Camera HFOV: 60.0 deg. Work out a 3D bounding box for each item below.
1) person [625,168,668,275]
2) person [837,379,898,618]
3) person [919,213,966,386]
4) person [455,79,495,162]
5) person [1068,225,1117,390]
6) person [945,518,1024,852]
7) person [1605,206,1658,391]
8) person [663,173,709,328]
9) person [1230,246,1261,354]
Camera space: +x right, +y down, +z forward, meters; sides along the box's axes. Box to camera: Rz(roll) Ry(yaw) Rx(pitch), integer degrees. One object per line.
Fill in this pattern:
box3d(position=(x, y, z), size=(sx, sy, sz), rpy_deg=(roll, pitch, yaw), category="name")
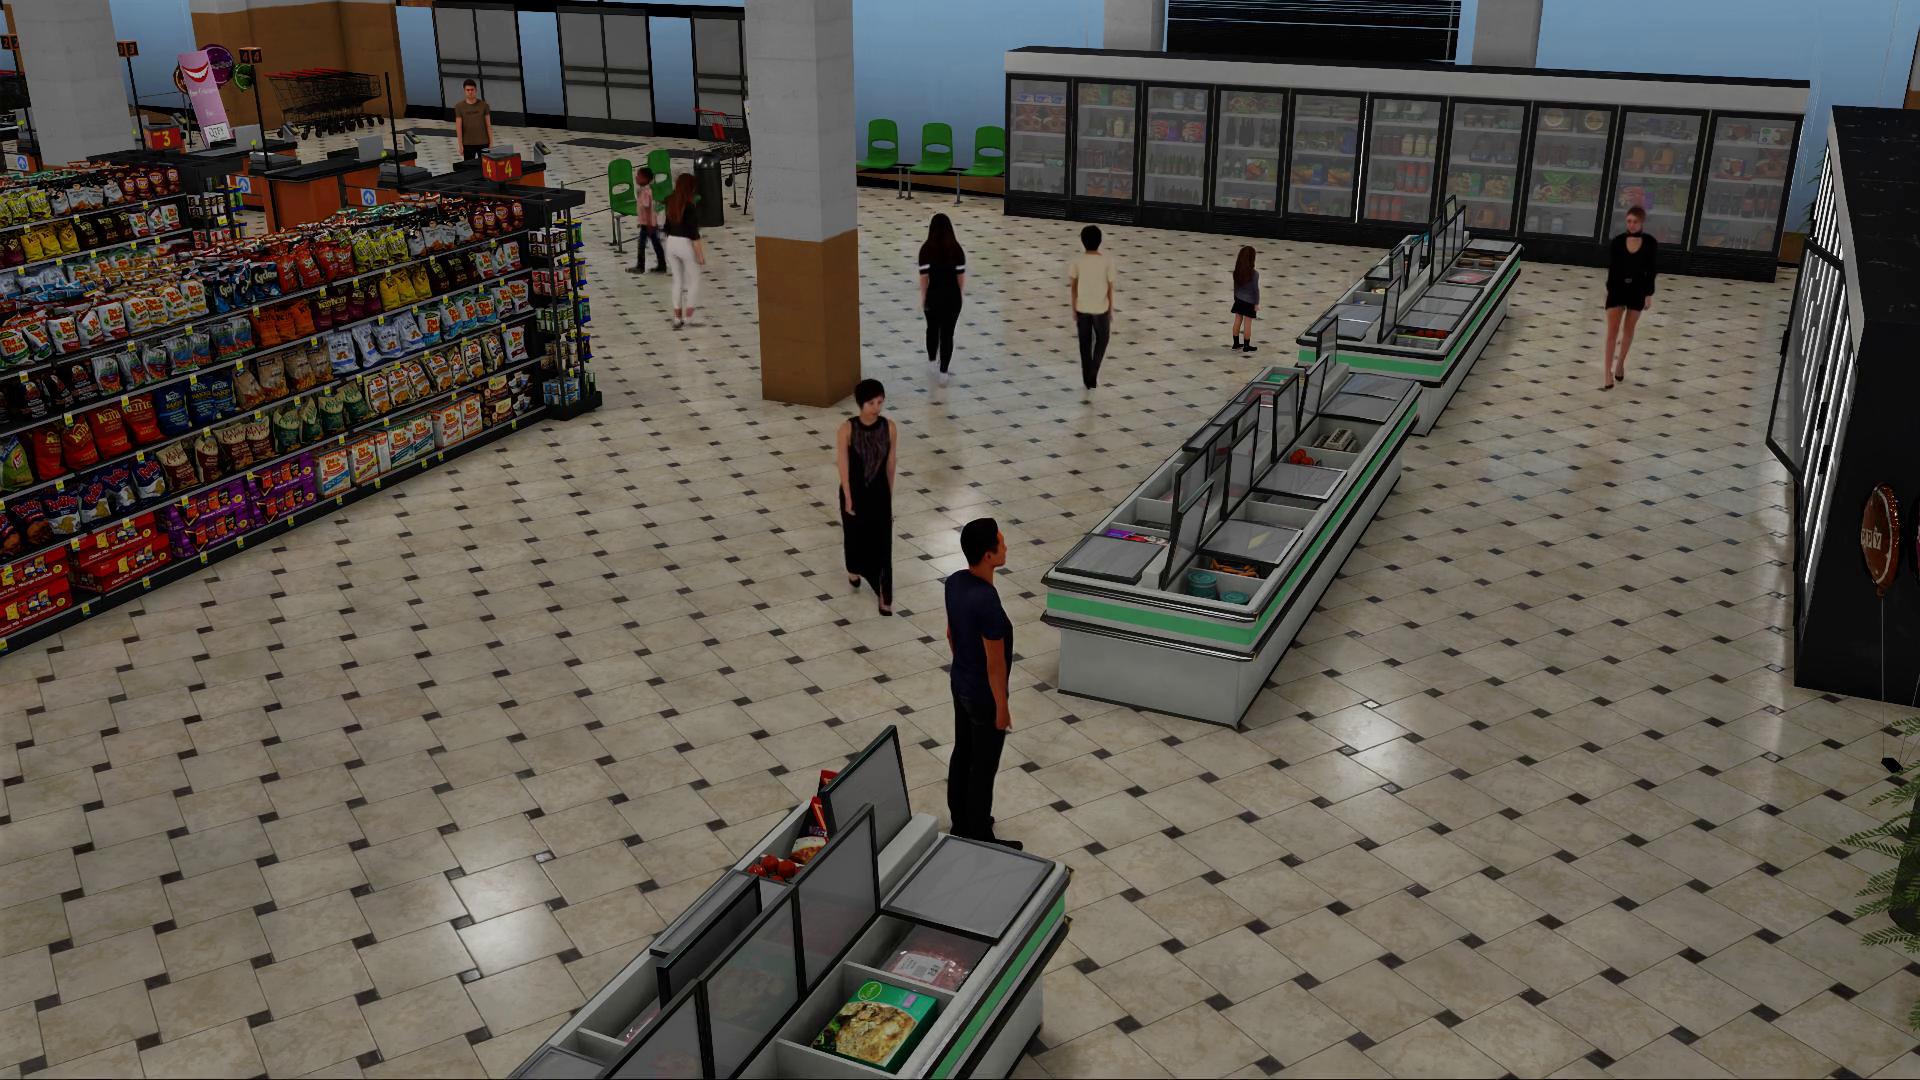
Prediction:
box3d(position=(-3.748, -3.903, 20.405), size=(0.727, 1.292, 0.735), rpy_deg=(0, 22, 0), category="person")
box3d(position=(-0.655, -0.313, 11.126), size=(0.993, 1.548, 1.111), rpy_deg=(-6, 23, -15), category="person")
box3d(position=(-0.158, -2.289, 15.957), size=(0.859, 1.613, 1.022), rpy_deg=(-1, 22, -2), category="person")
box3d(position=(-7.102, -5.813, 24.409), size=(0.729, 1.851, 0.805), rpy_deg=(-9, 24, -22), category="person")
box3d(position=(1.243, -2.148, 15.659), size=(0.711, 1.574, 0.869), rpy_deg=(4, 22, 10), category="person")
box3d(position=(0.085, 0.733, 8.196), size=(0.741, 1.793, 0.714), rpy_deg=(-11, 24, -25), category="person")
box3d(position=(6.375, -2.310, 15.864), size=(0.631, 1.722, 1.102), rpy_deg=(8, 23, 19), category="person")
box3d(position=(-3.005, -3.156, 17.997), size=(0.667, 1.702, 0.601), rpy_deg=(8, 23, 19), category="person")
box3d(position=(2.939, -2.489, 17.136), size=(0.547, 1.105, 0.533), rpy_deg=(-17, 28, -37), category="person")
